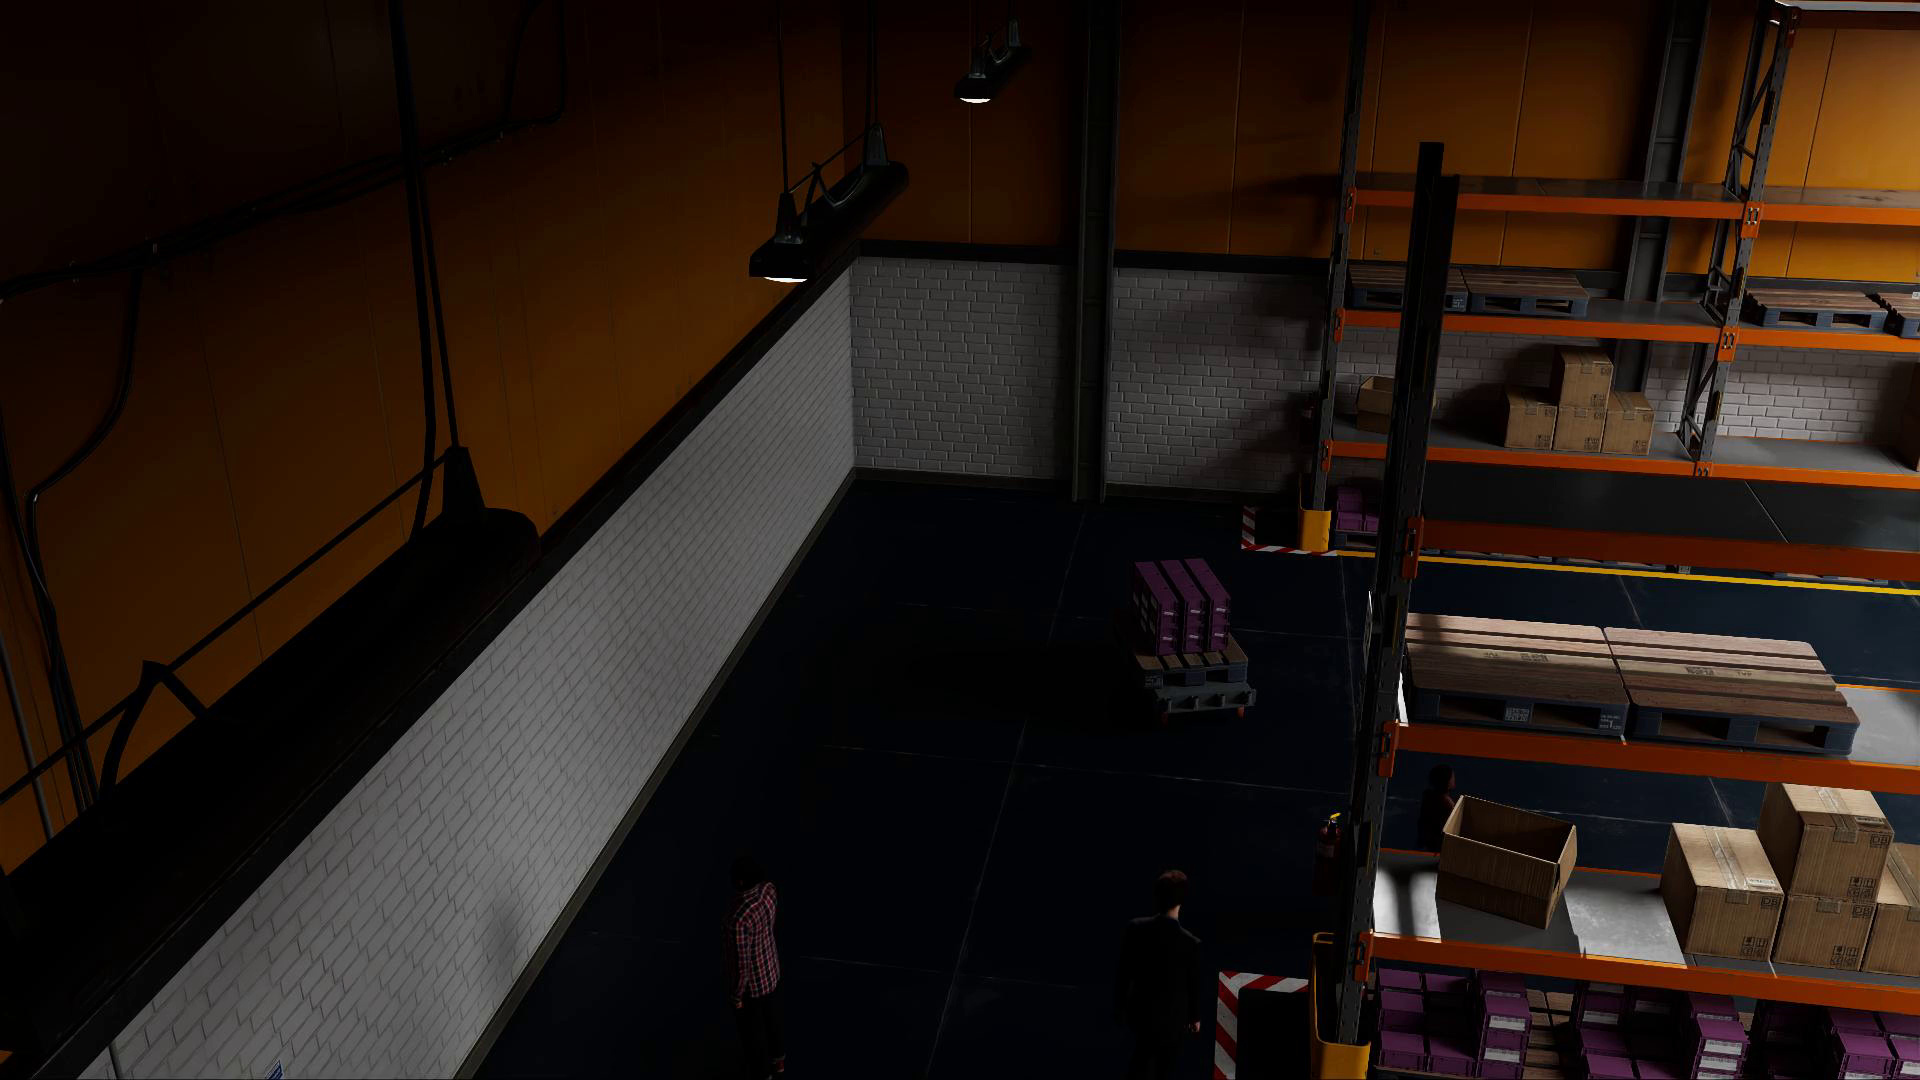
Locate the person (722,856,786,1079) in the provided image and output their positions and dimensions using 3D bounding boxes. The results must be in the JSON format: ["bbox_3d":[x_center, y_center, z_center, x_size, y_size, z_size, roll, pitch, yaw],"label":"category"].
[{"bbox_3d":[-1.331,2.772,10.665,0.617,1.761,0.724,7,25,16],"label":"person"}]

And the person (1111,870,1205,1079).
[{"bbox_3d":[1.182,2.951,10.139,0.842,1.855,0.894,13,27,27],"label":"person"}]

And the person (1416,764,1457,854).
[{"bbox_3d":[3.523,2.266,12.476,0.929,1.237,0.754,-7,25,-16],"label":"person"}]
